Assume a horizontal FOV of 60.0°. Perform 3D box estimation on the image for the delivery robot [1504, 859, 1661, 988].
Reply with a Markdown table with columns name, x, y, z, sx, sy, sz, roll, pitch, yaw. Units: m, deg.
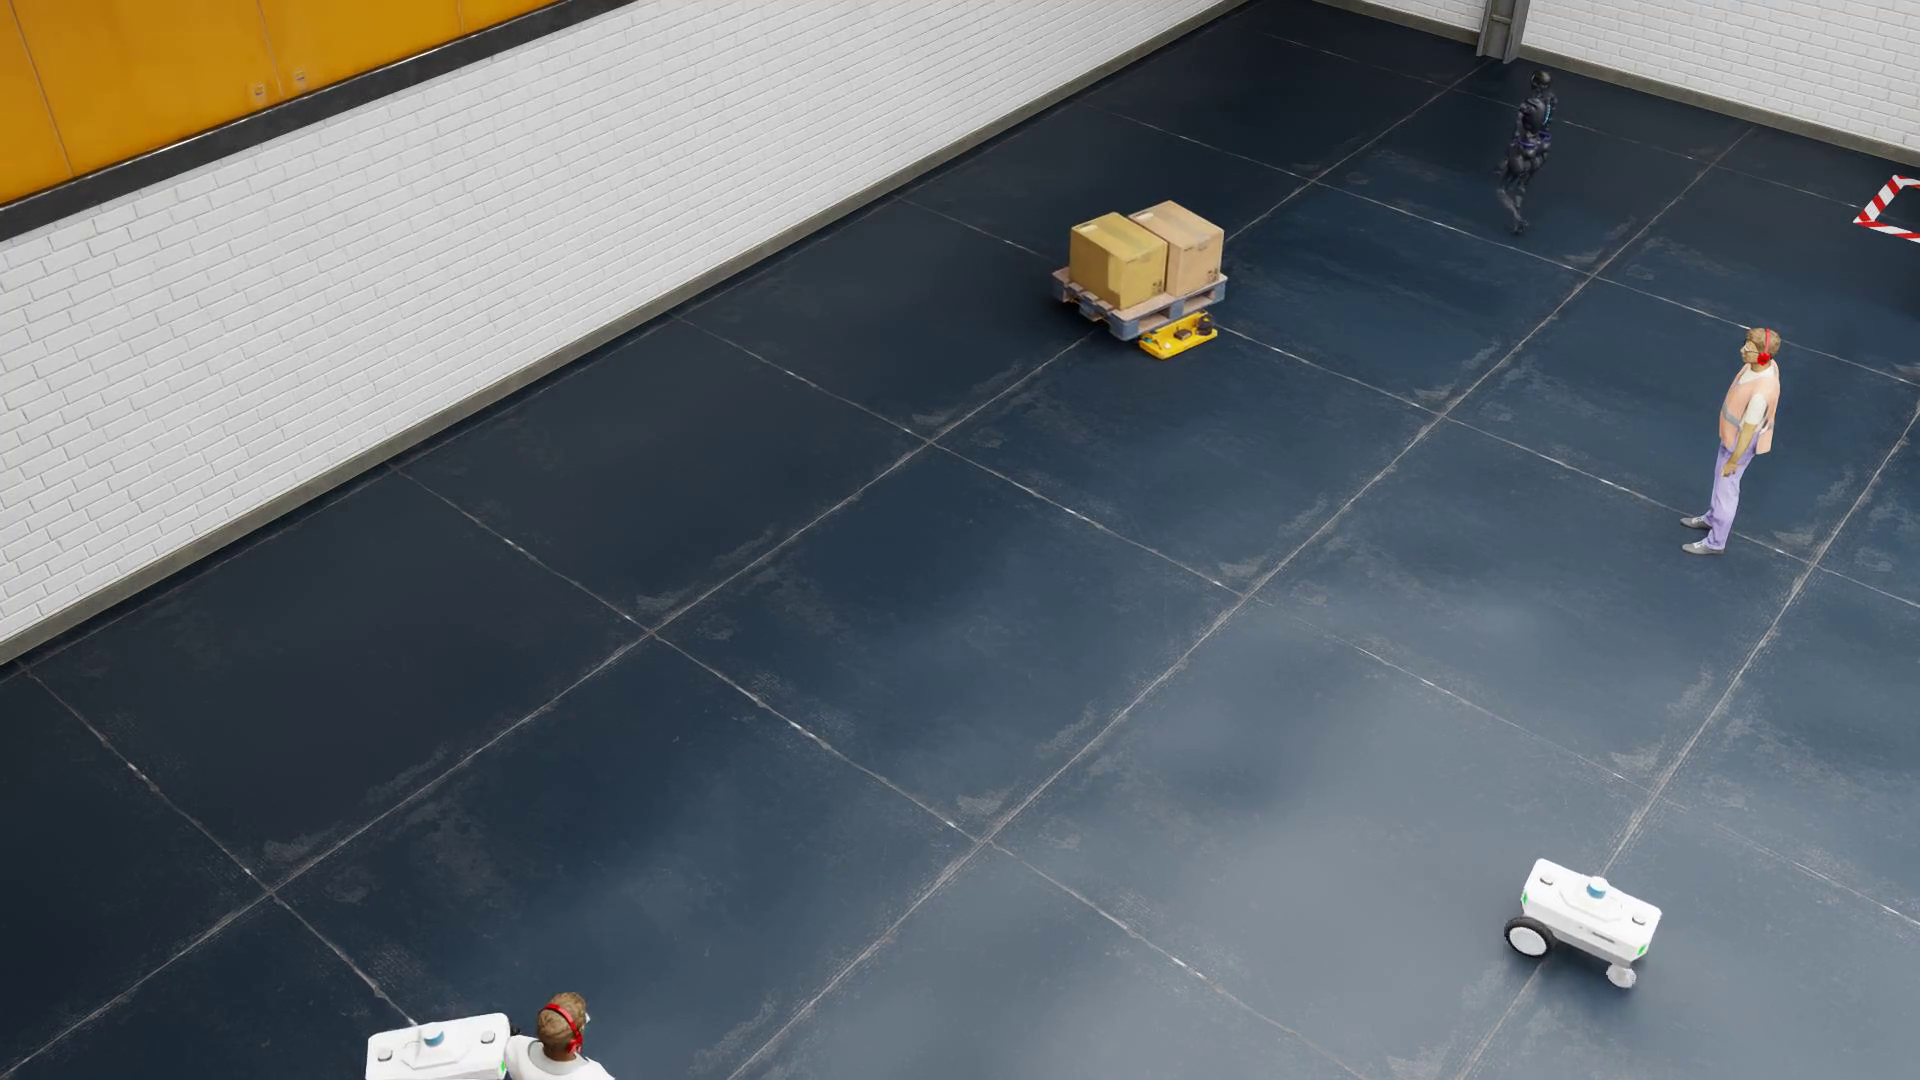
| name | x | y | z | sx | sy | sz | roll | pitch | yaw |
| --- | --- | --- | --- | --- | --- | --- | --- | --- | --- |
| delivery robot | 3.517 | 2.131 | 9.426 | 0.792 | 0.611 | 0.499 | 22 | 44 | 25 |

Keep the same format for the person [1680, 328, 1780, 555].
| name | x | y | z | sx | sy | sz | roll | pitch | yaw |
| --- | --- | --- | --- | --- | --- | --- | --- | --- | --- |
| person | 5.582 | -0.702 | 11.913 | 0.391 | 1.836 | 0.559 | 11 | 40 | 14 |

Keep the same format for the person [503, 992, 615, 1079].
| name | x | y | z | sx | sy | sz | roll | pitch | yaw |
| --- | --- | --- | --- | --- | --- | --- | --- | --- | --- |
| person | -1.757 | 2.743 | 7.639 | 0.567 | 1.832 | 0.401 | 15 | 41 | 18 |

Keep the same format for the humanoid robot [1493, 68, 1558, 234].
| name | x | y | z | sx | sy | sz | roll | pitch | yaw |
| --- | --- | --- | --- | --- | --- | --- | --- | --- | --- |
| humanoid robot | 5.374 | -3.654 | 15.696 | 0.599 | 1.641 | 0.401 | -23 | 44 | -26 |

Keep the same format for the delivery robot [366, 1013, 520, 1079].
| name | x | y | z | sx | sy | sz | roll | pitch | yaw |
| --- | --- | --- | --- | --- | --- | --- | --- | --- | --- |
| delivery robot | -2.694 | 2.721 | 8.658 | 0.739 | 0.566 | 0.499 | -7 | 39 | -9 |

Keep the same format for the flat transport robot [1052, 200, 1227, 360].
| name | x | y | z | sx | sy | sz | roll | pitch | yaw |
| --- | --- | --- | --- | --- | --- | --- | --- | --- | --- |
| flat transport robot | 1.579 | -2.083 | 14.872 | 0.659 | 0.231 | 1.431 | -25 | 45 | -28 |
